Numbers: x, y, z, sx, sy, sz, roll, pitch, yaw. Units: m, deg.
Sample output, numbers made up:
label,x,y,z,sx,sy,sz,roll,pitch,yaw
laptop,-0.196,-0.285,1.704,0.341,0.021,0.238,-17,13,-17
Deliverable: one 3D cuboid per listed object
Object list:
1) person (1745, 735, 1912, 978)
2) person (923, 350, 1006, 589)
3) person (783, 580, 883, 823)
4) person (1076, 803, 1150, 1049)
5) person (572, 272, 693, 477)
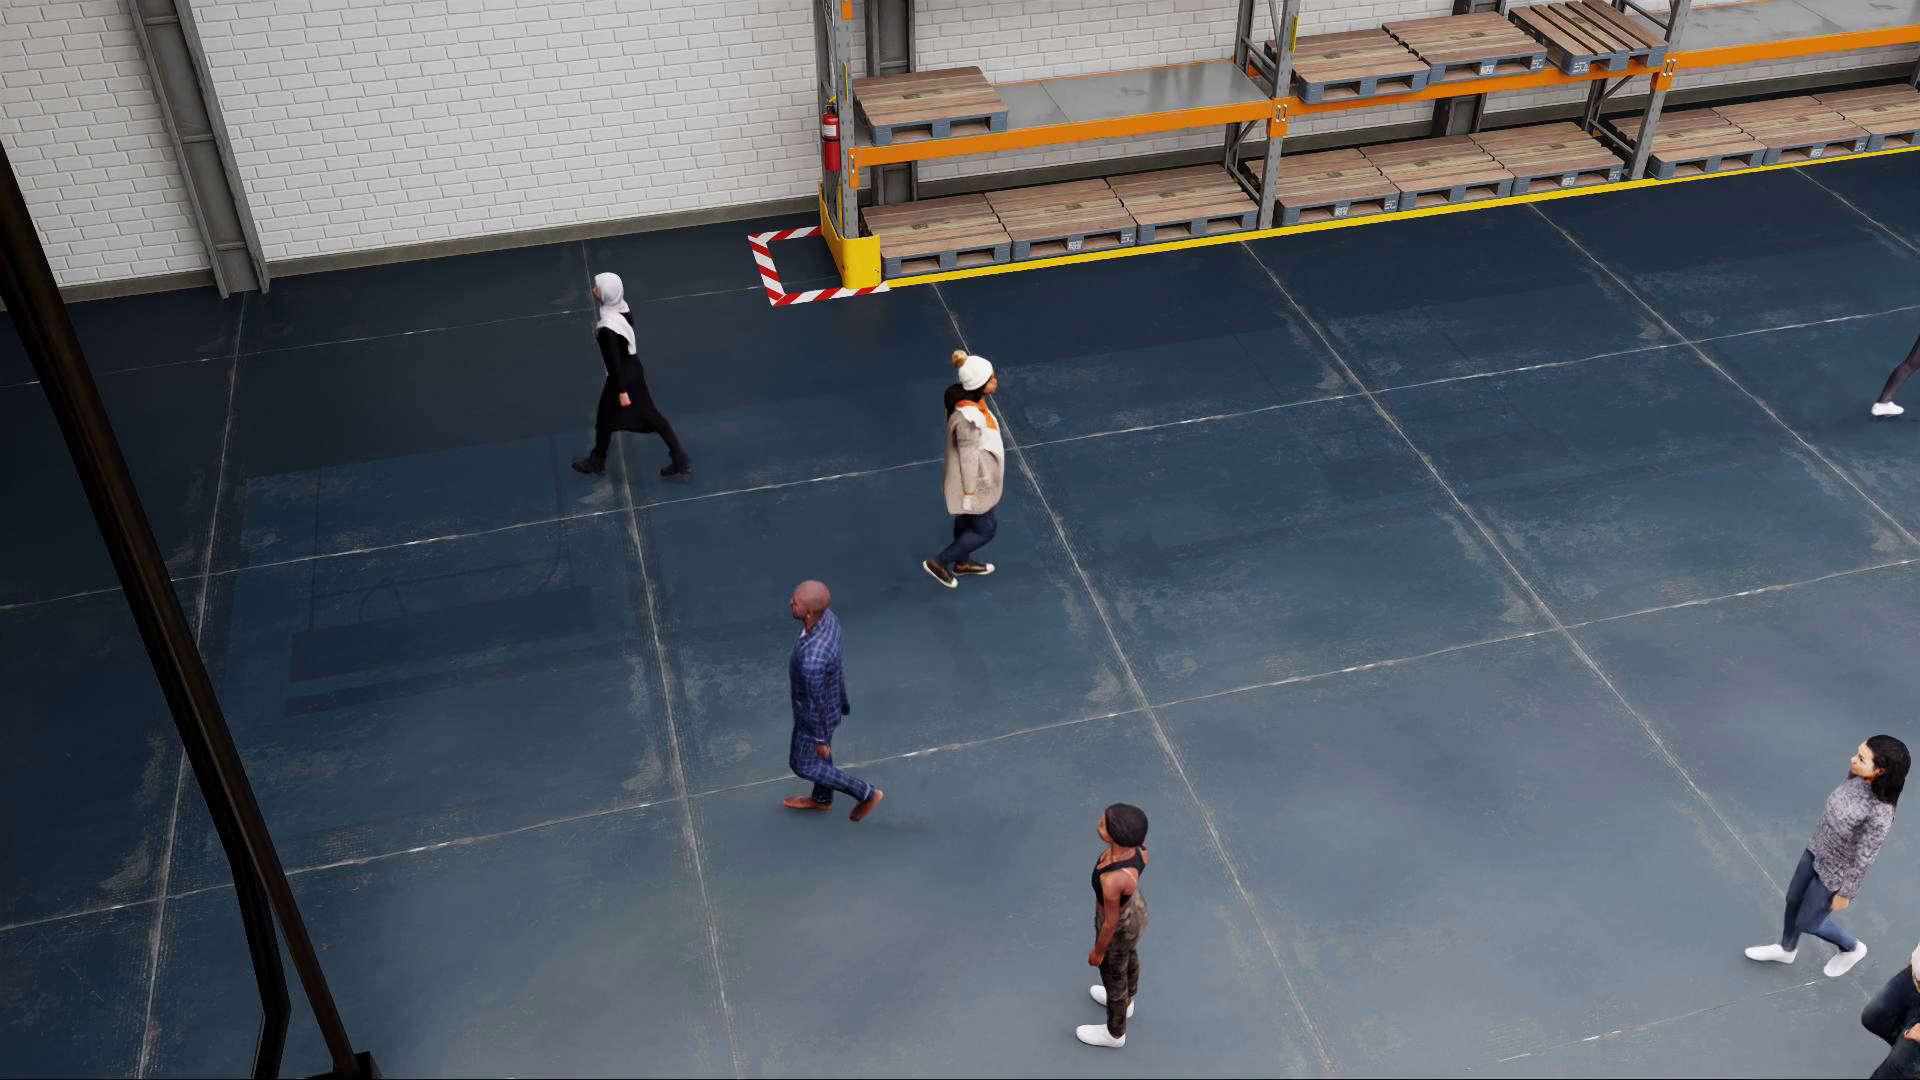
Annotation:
label,x,y,z,sx,sy,sz,roll,pitch,yaw
person,4.628,1.686,8.629,0.869,1.714,0.761,3,39,4
person,-0.034,-0.458,11.183,0.826,1.878,0.727,-5,39,-6
person,-0.737,0.943,9.487,0.958,1.805,0.823,3,39,4
person,0.789,1.927,8.339,0.705,1.699,0.662,15,41,18
person,-2.354,-1.141,12.157,1.234,1.730,0.919,4,39,5
